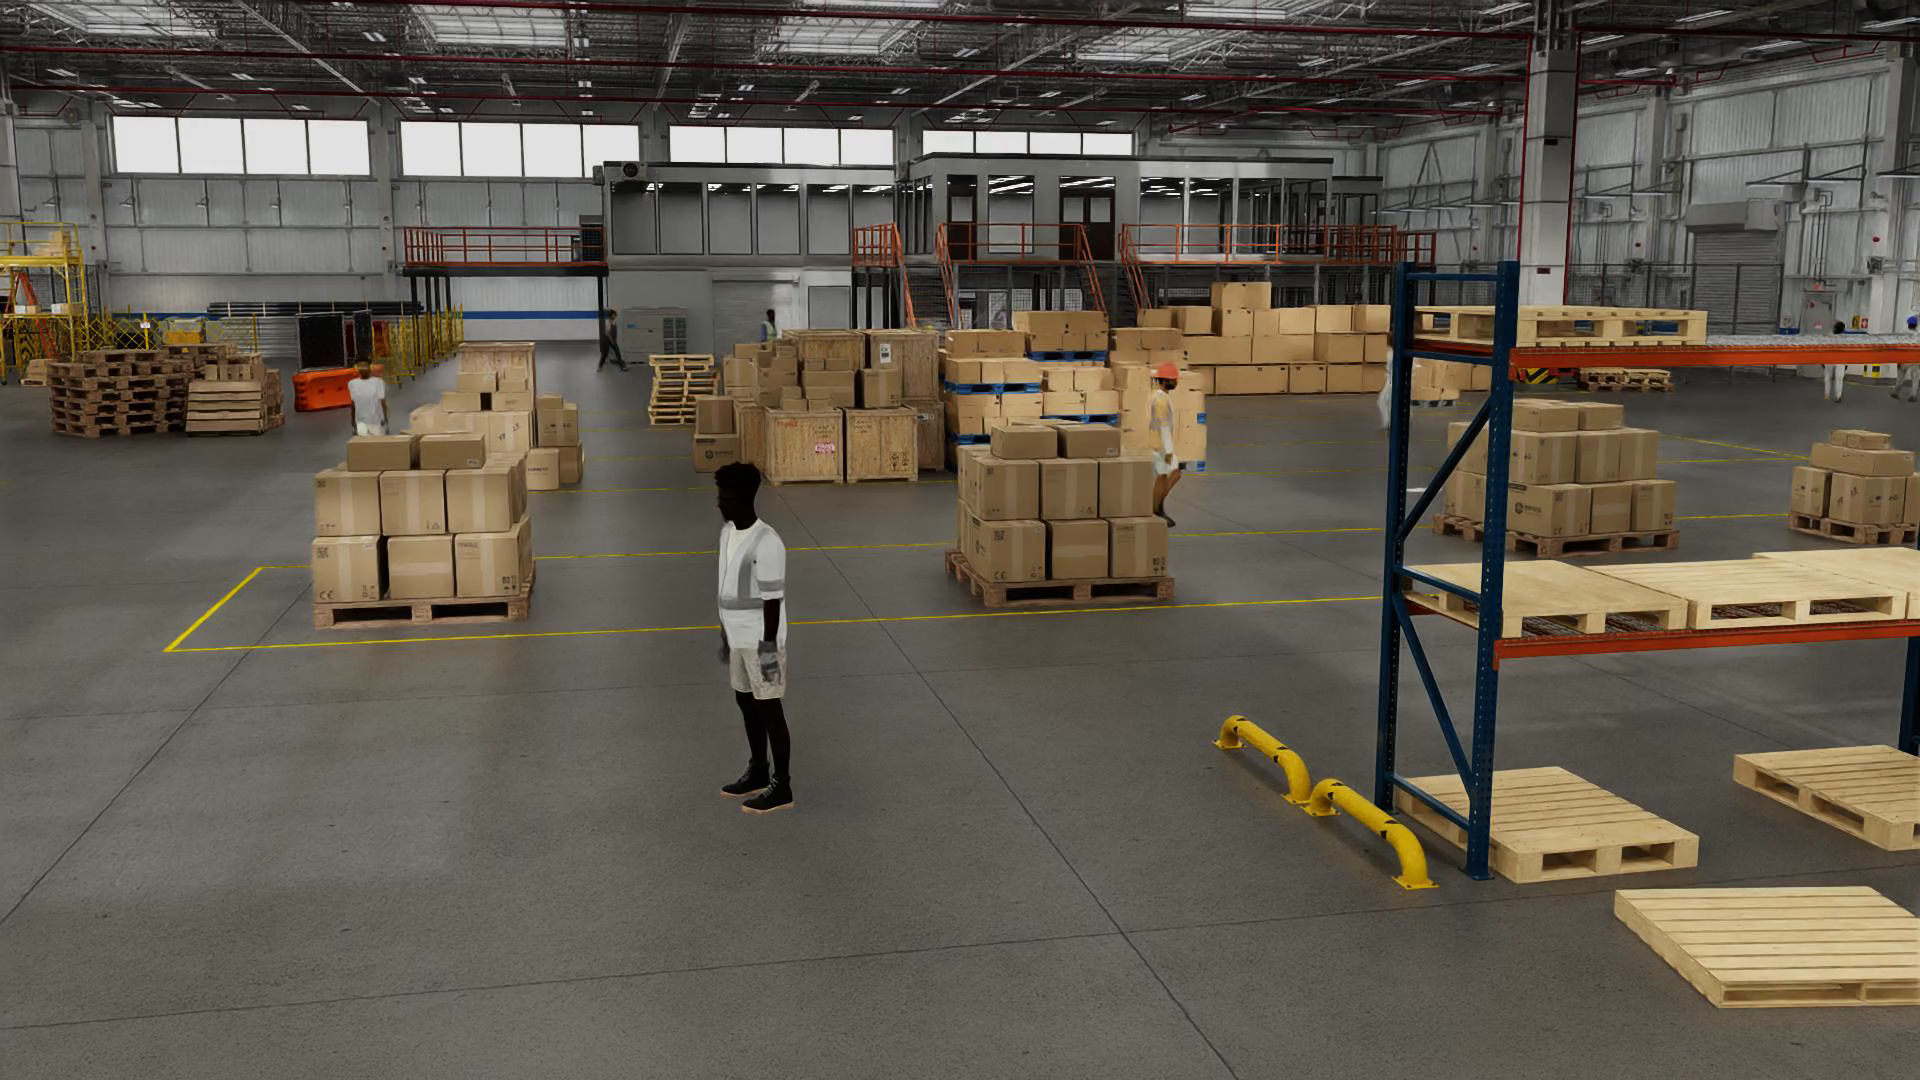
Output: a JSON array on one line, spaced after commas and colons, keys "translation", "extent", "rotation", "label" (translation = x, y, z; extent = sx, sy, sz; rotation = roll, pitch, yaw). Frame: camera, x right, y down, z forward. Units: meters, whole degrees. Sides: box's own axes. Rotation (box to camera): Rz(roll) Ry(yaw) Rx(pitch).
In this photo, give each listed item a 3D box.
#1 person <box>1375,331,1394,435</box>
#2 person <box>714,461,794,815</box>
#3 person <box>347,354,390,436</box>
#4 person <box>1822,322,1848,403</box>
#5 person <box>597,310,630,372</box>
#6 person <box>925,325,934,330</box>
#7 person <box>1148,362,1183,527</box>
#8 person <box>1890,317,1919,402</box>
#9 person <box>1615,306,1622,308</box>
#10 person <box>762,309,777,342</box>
[{"translation": [7.697, -2.795, 29.736], "extent": [0.594, 1.863, 0.588], "rotation": [7, 12, 38], "label": "person"}, {"translation": [-1.160, 0.531, 9.211], "extent": [0.392, 1.956, 0.605], "rotation": [-6, 11, -30], "label": "person"}, {"translation": [-7.981, -1.597, 22.510], "extent": [0.529, 1.849, 0.794], "rotation": [-1, 9, -9], "label": "person"}, {"translation": [19.611, -3.989, 37.264], "extent": [0.617, 1.802, 0.972], "rotation": [3, 10, 20], "label": "person"}, {"translation": [-10.000, -5.695, 47.679], "extent": [1.012, 1.796, 0.508], "rotation": [4, 10, 22], "label": "person"}, {"translation": [-0.806, -3.946, 37.213], "extent": [0.665, 1.725, 0.492], "rotation": [4, 10, 24], "label": "person"}, {"translation": [2.376, -1.094, 19.213], "extent": [0.441, 1.916, 0.566], "rotation": [1, 9, 5], "label": "person"}, {"translation": [21.307, -4.055, 37.323], "extent": [0.644, 1.891, 0.984], "rotation": [1, 9, 7], "label": "person"}, {"translation": [20.802, -6.559, 52.923], "extent": [0.642, 1.779, 0.927], "rotation": [6, 11, 31], "label": "person"}, {"translation": [-5.087, -5.207, 44.348], "extent": [0.517, 1.904, 0.590], "rotation": [5, 10, 26], "label": "person"}]
